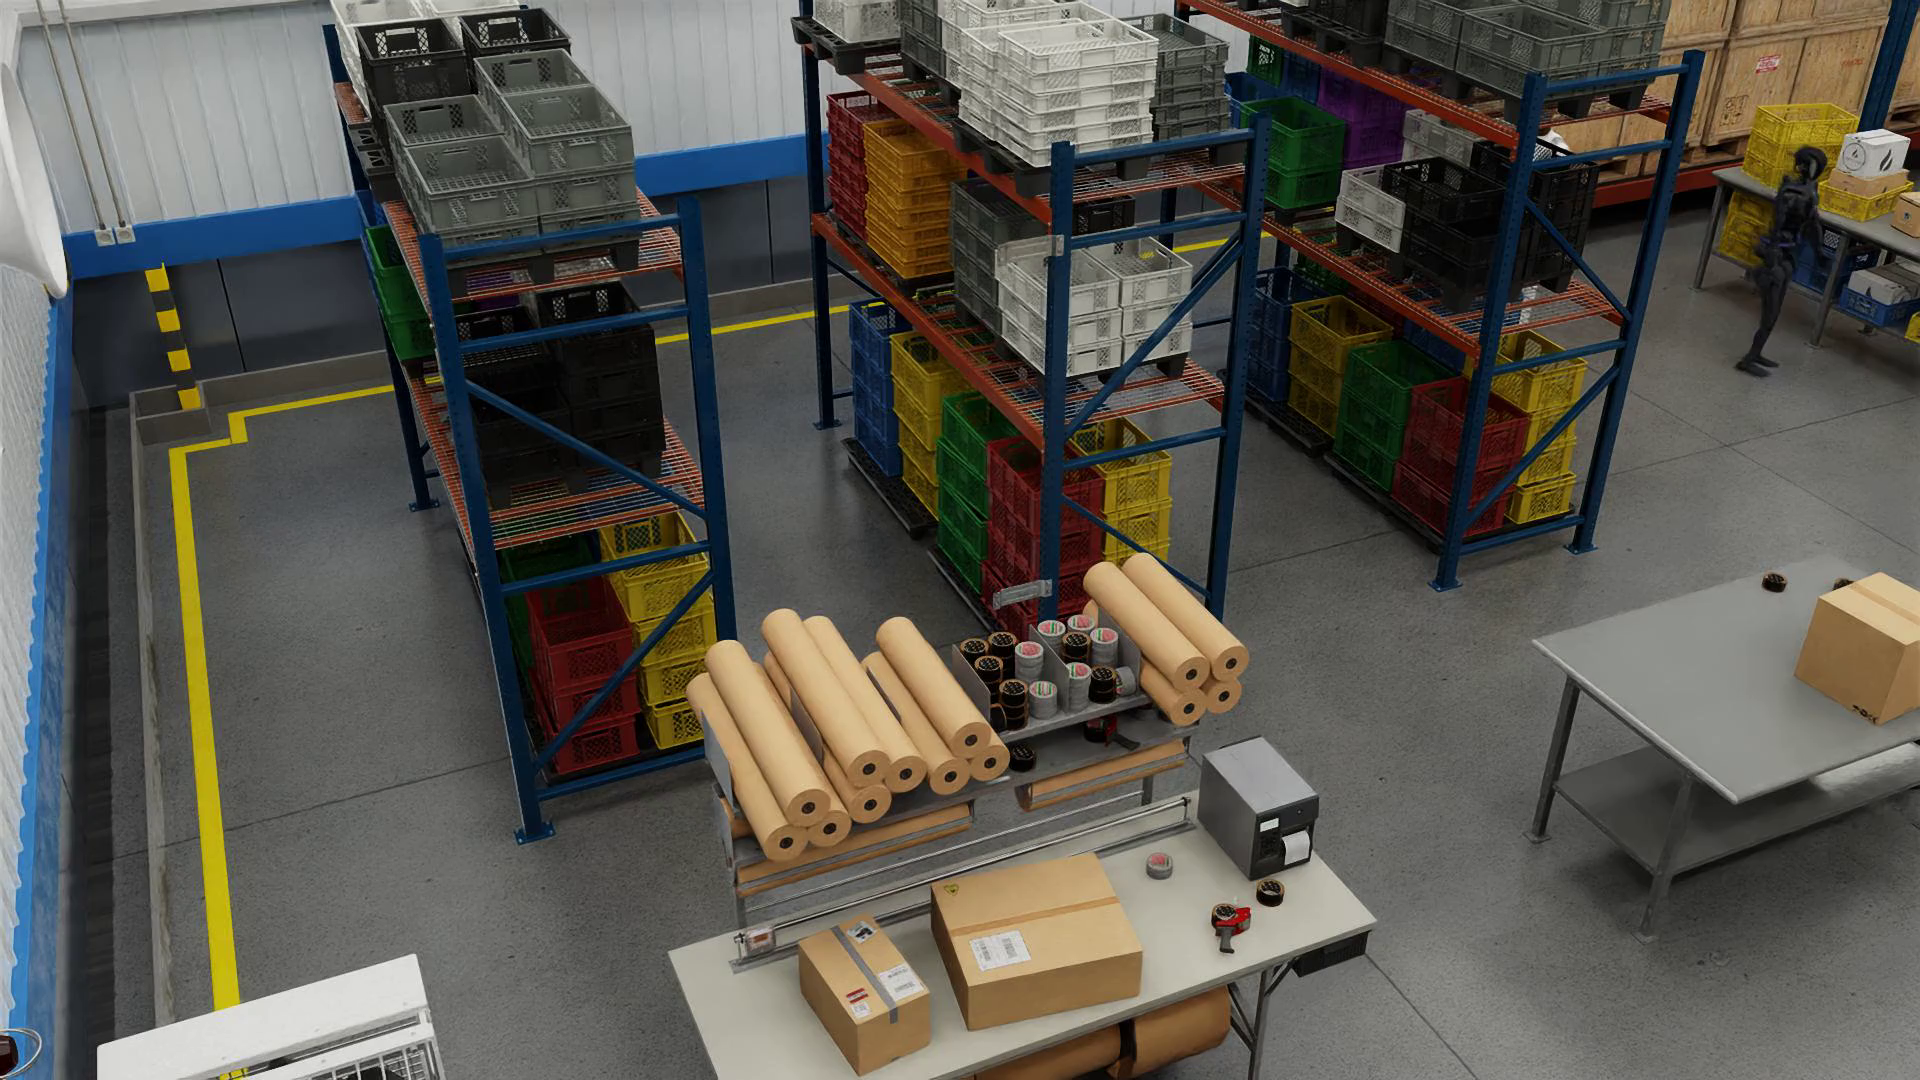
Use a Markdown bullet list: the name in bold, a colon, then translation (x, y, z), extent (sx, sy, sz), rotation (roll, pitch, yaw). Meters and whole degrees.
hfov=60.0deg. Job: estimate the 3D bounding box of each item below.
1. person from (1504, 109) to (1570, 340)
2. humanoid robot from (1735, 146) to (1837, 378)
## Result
- **person**: translation (4.189, -2.413, 12.346), extent (0.354, 1.886, 0.573), rotation (-9, 33, -15)
- **humanoid robot**: translation (5.922, -1.976, 11.832), extent (0.462, 1.653, 0.600), rotation (26, 40, 36)
